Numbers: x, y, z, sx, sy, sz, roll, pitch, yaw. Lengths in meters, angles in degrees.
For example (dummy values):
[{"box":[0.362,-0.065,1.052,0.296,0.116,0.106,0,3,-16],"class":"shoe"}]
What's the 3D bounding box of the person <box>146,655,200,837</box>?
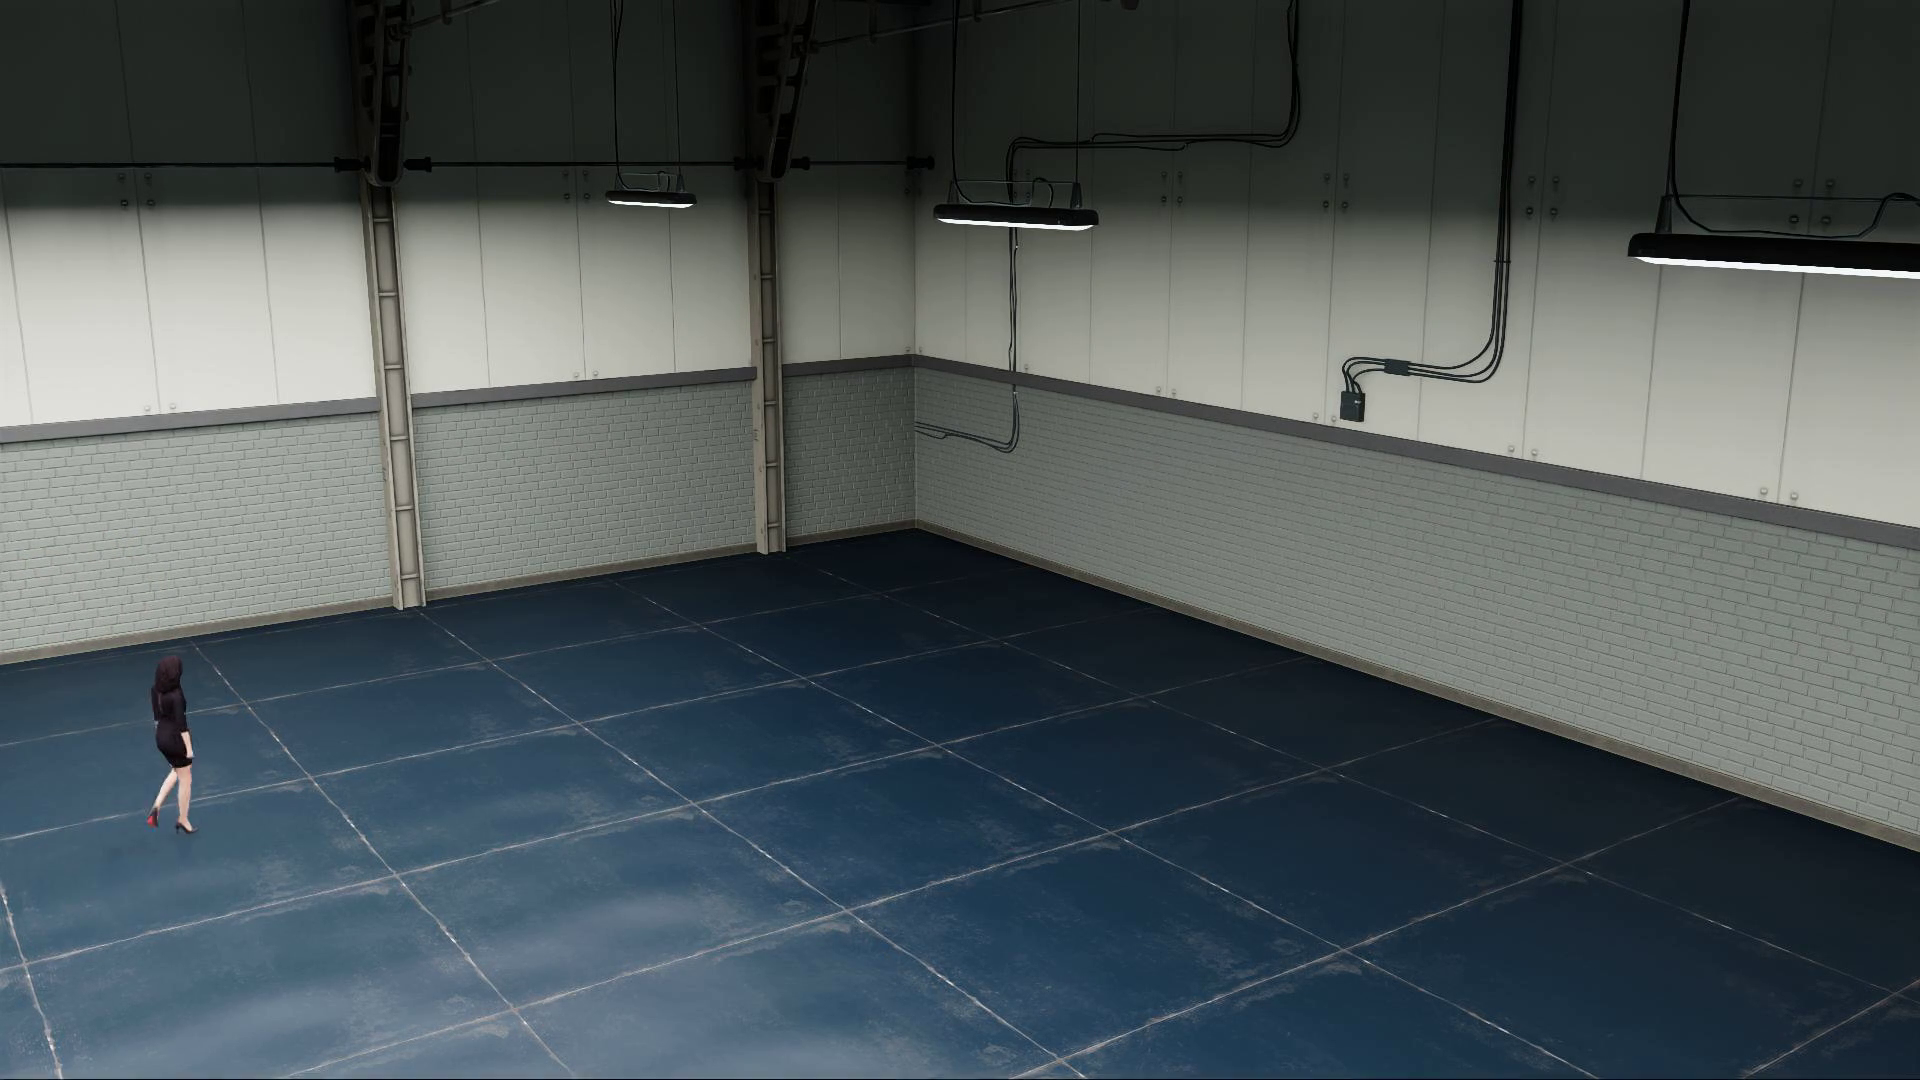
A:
[{"box":[-7.583,2.004,15.864,0.750,1.786,0.834,8,15,32],"class":"person"}]
